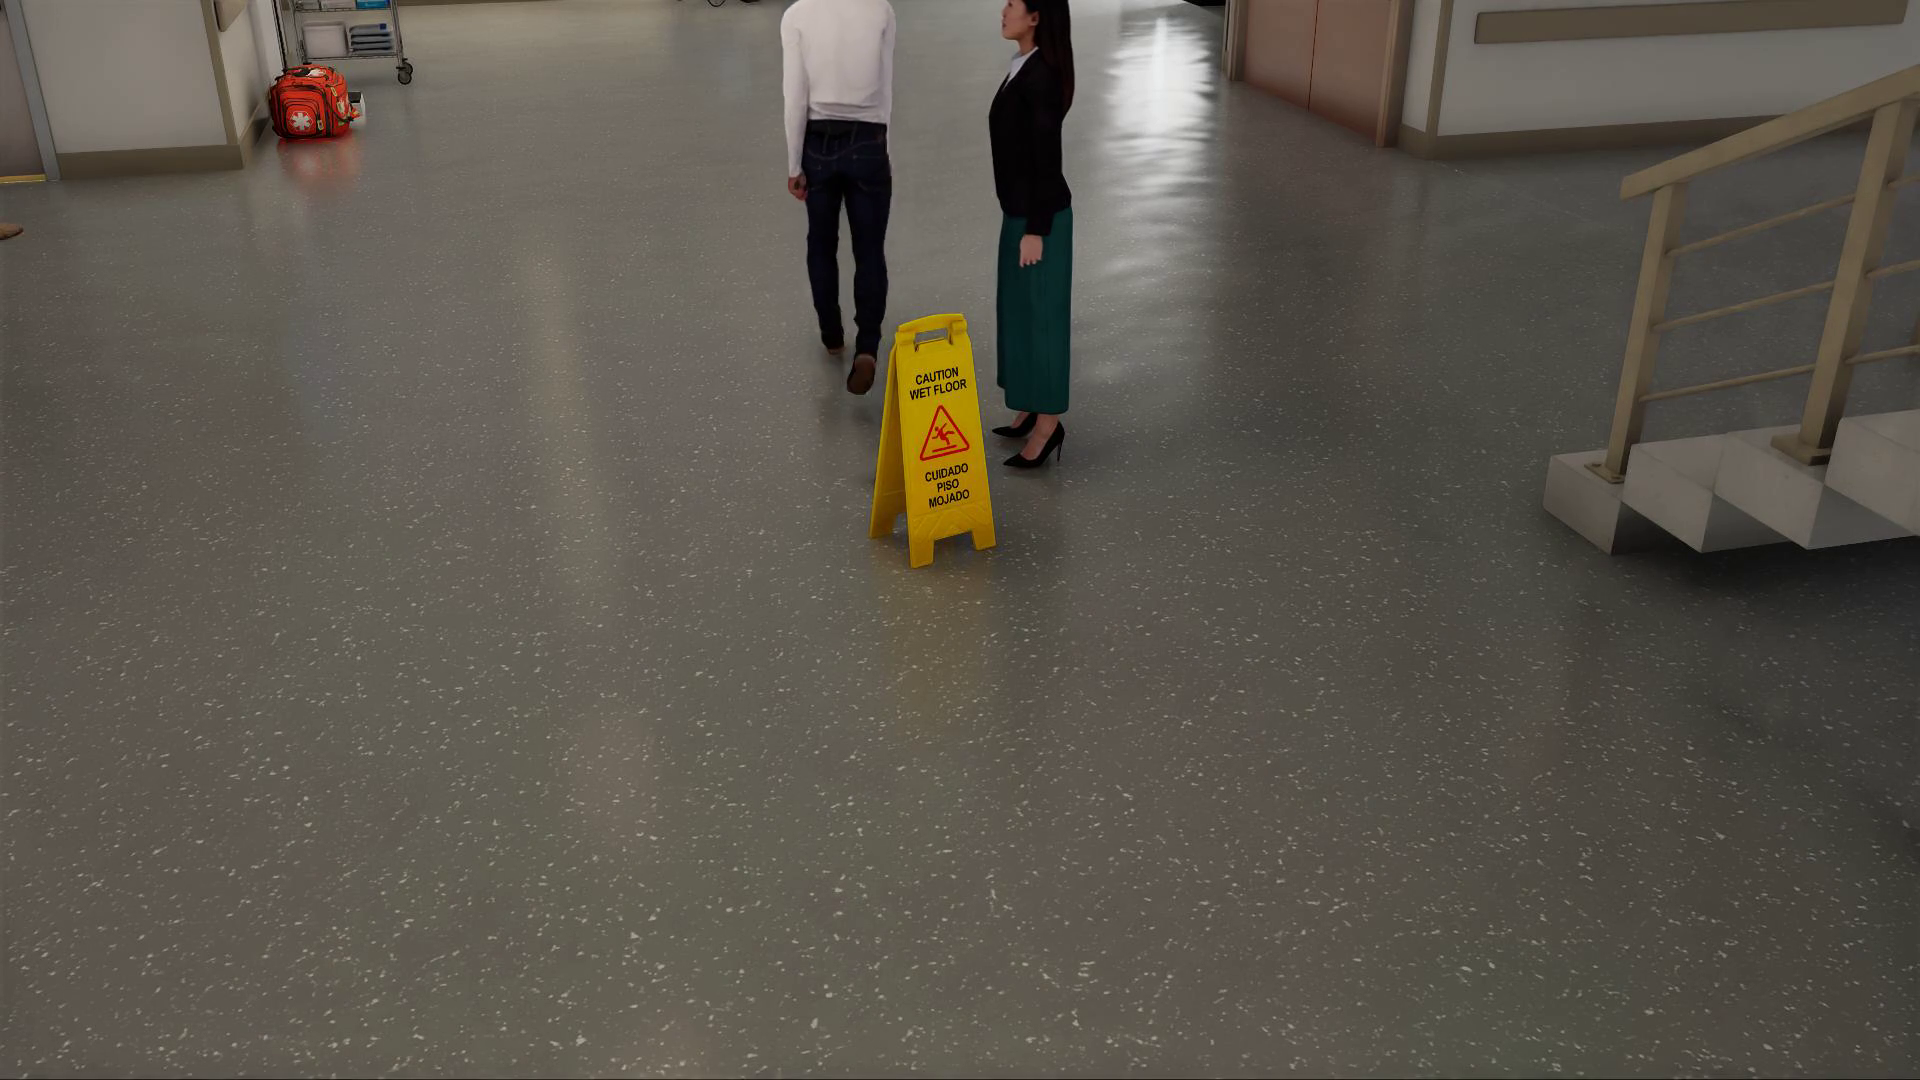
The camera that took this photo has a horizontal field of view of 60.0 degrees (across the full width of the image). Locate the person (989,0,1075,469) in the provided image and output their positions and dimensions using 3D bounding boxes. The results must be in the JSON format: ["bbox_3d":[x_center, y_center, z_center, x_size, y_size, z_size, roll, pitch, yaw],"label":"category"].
[{"bbox_3d":[0.267,-1.111,5.891,0.734,1.738,0.530,-1,26,-2],"label":"person"}]

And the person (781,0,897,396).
[{"bbox_3d":[-0.438,-1.493,6.572,0.756,1.834,1.244,-2,26,-5],"label":"person"}]
